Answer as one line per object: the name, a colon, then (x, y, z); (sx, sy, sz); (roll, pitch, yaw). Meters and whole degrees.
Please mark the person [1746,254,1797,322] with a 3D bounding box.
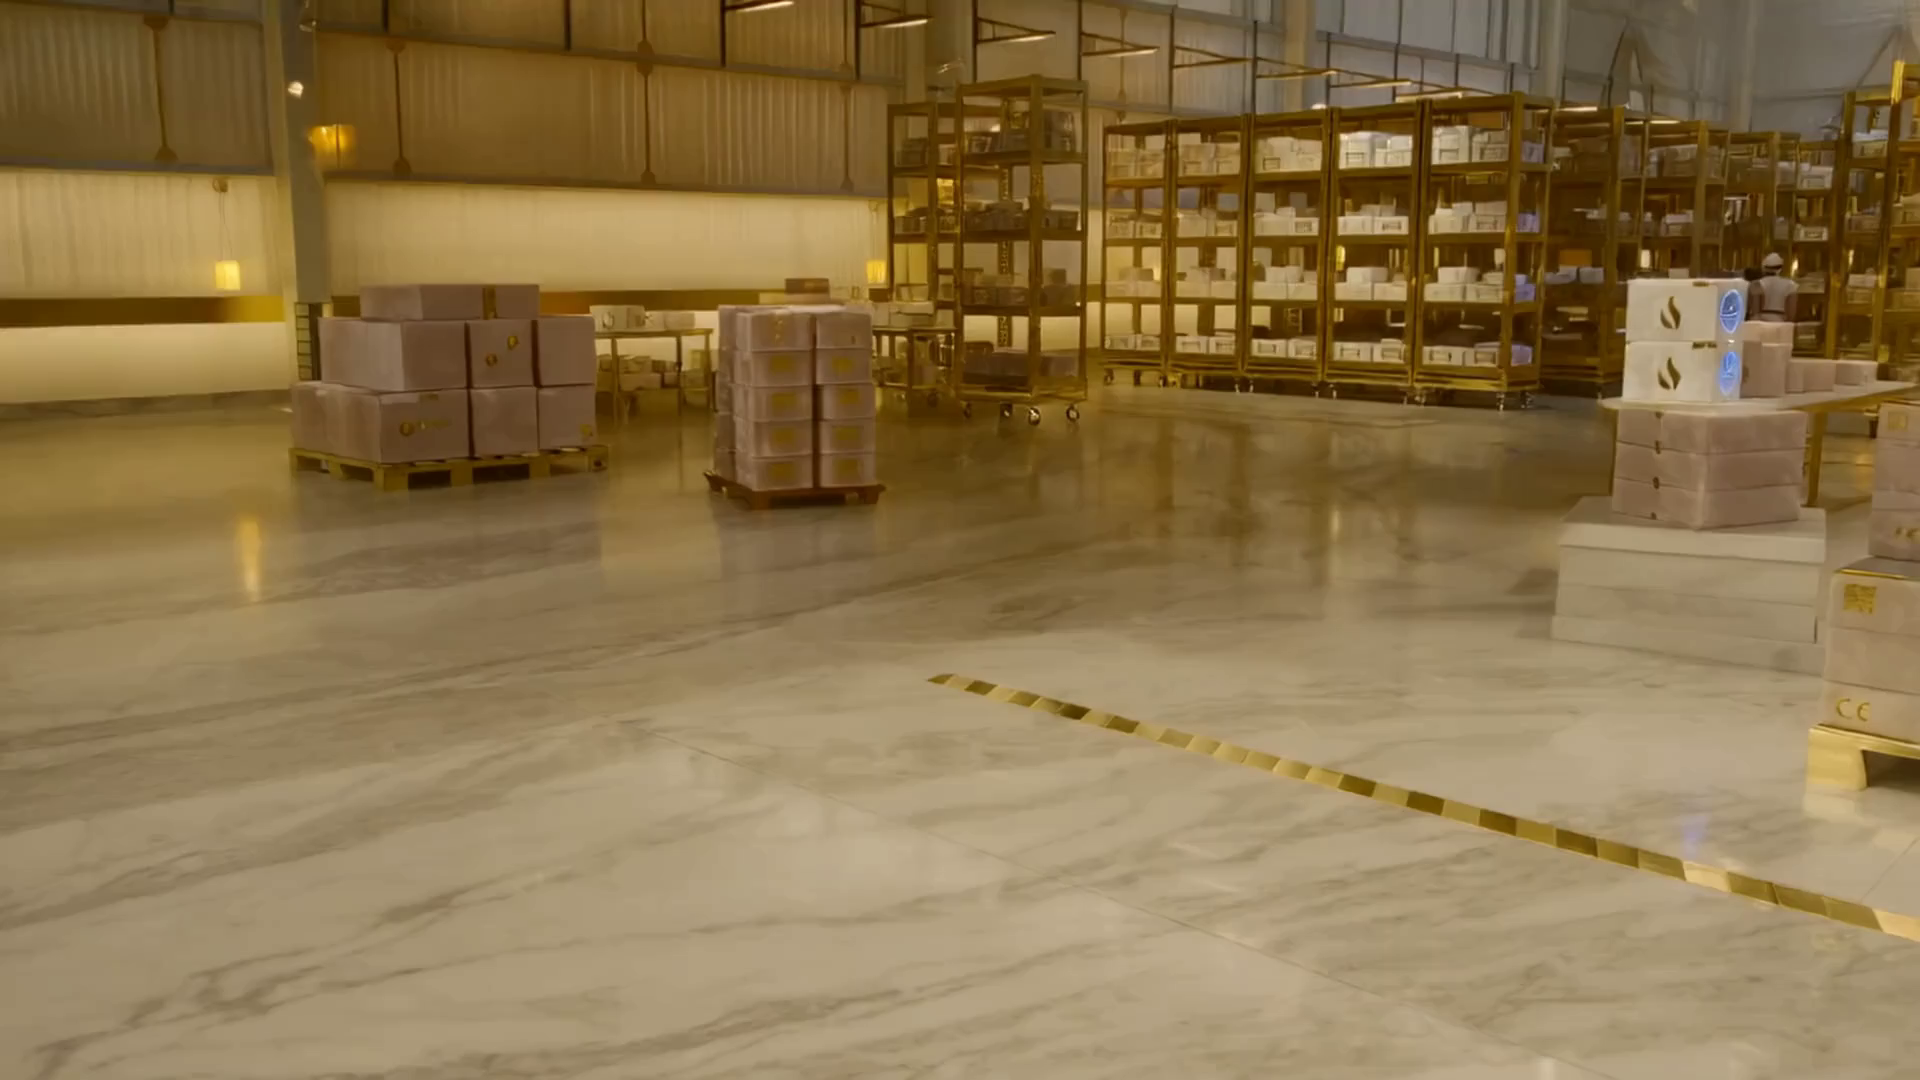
person: (9.914, -2.594, 20.425); (0.608, 1.821, 0.411); (2, 10, 10)
